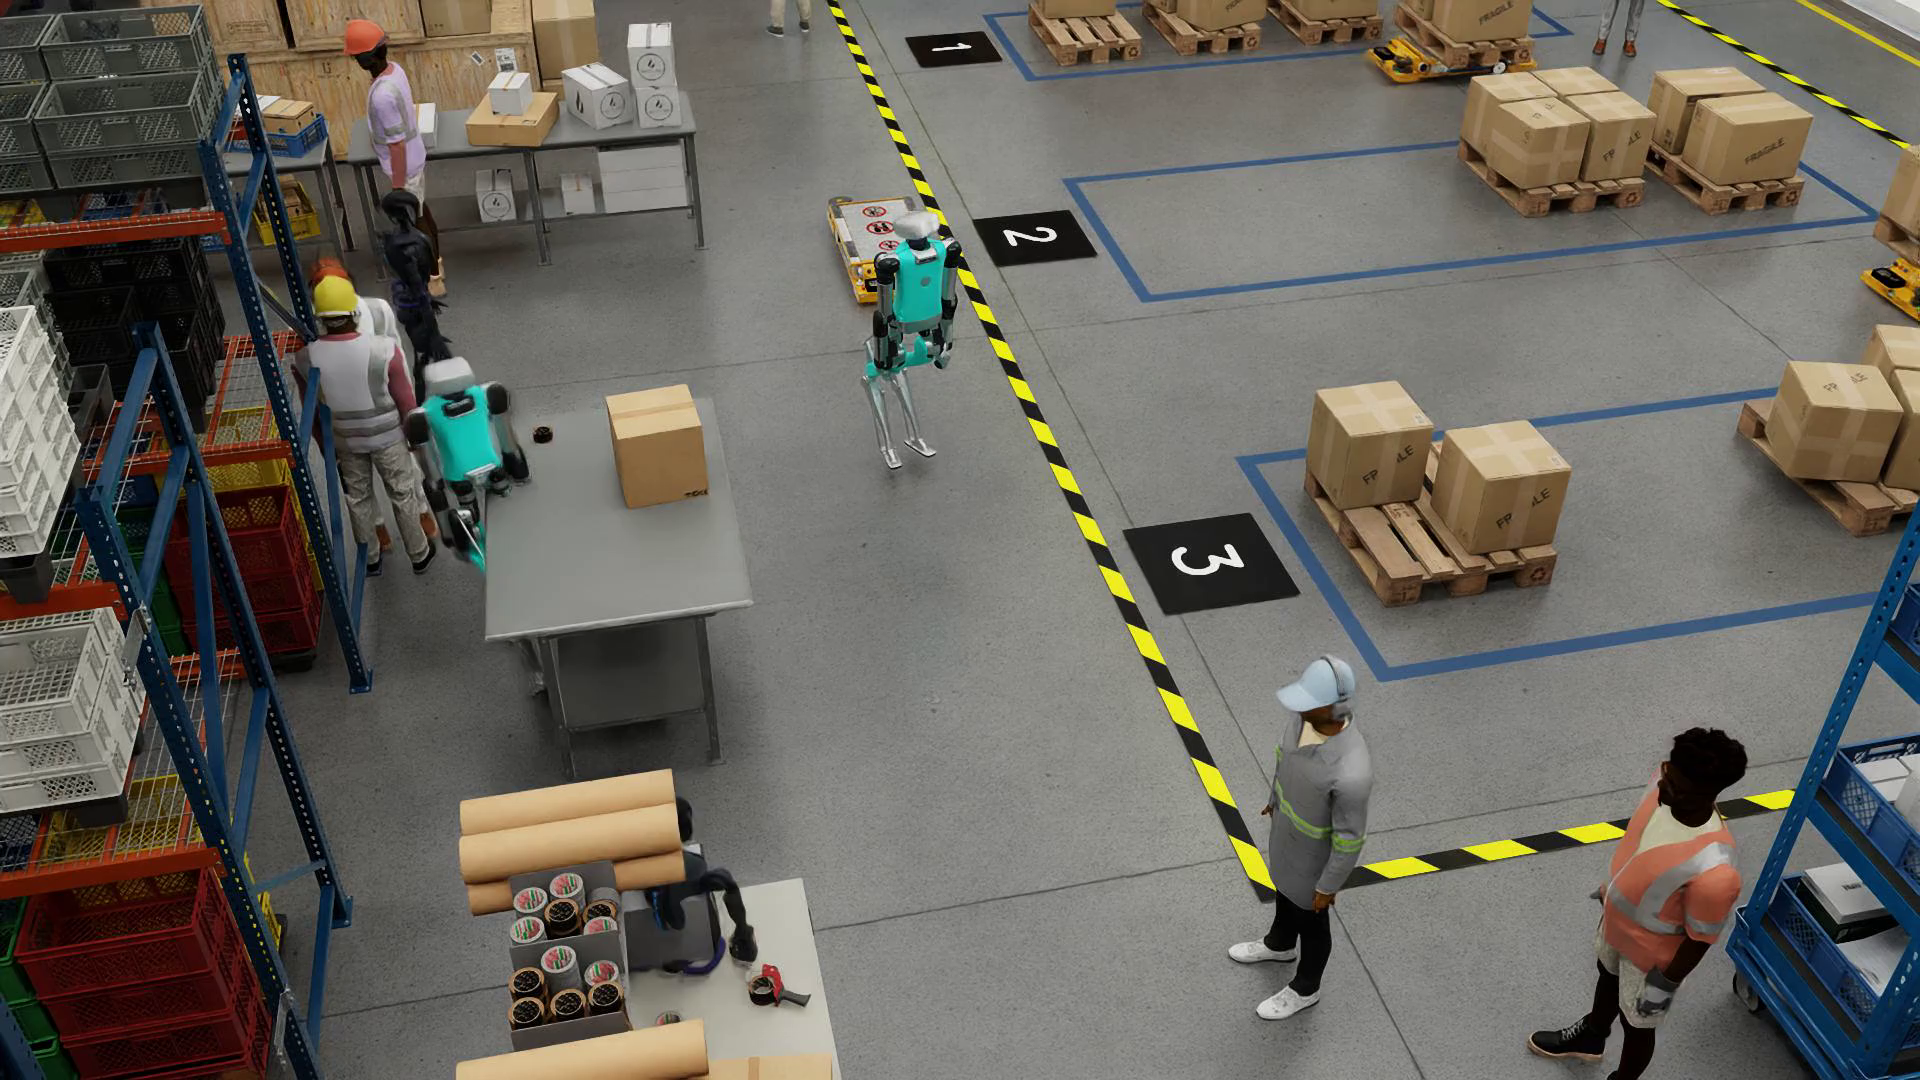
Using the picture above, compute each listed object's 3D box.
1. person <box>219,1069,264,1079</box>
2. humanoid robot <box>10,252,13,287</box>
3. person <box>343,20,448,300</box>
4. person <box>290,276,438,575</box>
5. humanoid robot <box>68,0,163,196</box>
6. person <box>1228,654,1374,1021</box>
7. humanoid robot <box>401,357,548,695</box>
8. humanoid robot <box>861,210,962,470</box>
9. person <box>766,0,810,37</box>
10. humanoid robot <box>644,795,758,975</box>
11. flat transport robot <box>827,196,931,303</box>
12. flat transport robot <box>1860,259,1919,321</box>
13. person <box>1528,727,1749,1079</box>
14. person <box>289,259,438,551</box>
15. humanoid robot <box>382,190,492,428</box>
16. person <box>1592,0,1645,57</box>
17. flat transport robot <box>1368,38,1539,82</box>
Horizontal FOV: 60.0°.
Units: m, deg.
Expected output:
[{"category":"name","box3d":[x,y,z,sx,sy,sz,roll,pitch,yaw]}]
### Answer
[{"category":"person","box3d":[-2.039,2.270,5.186,0.621,1.844,0.429,-18,40,-22]},{"category":"humanoid robot","box3d":[-5.667,-1.471,10.259,0.687,1.760,0.538,-21,41,-26]},{"category":"person","box3d":[-3.927,-2.621,11.601,0.400,2.033,0.607,-5,37,-7]},{"category":"person","box3d":[-3.227,-0.601,9.059,0.593,1.824,0.403,-3,37,-5]},{"category":"humanoid robot","box3d":[-6.659,-3.504,13.089,0.567,1.634,0.588,19,41,24]},{"category":"person","box3d":[1.353,1.184,6.635,0.388,1.850,0.598,-8,37,-10]},{"category":"humanoid robot","box3d":[-2.258,0.025,8.334,0.554,1.755,0.982,-25,43,-30]},{"category":"humanoid robot","box3d":[-0.361,-1.249,9.890,0.533,1.677,0.735,-19,41,-23]},{"category":"person","box3d":[-1.706,-5.758,16.040,0.561,1.762,0.404,-16,40,-20]},{"category":"humanoid robot","box3d":[-1.036,1.650,6.197,0.612,1.646,0.732,9,38,11]},{"category":"flat transport robot","box3d":[-0.570,-2.220,12.538,0.659,0.231,1.431,-8,37,-10]},{"category":"flat transport robot","box3d":[7.400,-1.898,12.081,1.431,0.197,0.652,-8,37,-10]},{"category":"person","box3d":[2.546,1.442,6.193,0.367,1.966,0.602,-1,37,-1]},{"category":"person","box3d":[-3.304,-0.726,9.207,0.588,1.861,0.438,-20,41,-25]},{"category":"humanoid robot","box3d":[-3.265,-1.406,10.265,0.595,1.651,0.588,-13,39,-17]},{"category":"person","box3d":[6.356,-5.492,15.584,0.587,1.884,0.358,9,37,11]},{"category":"flat transport robot","box3d":[4.659,-4.588,15.696,1.431,0.197,0.652,-8,37,-10]}]
